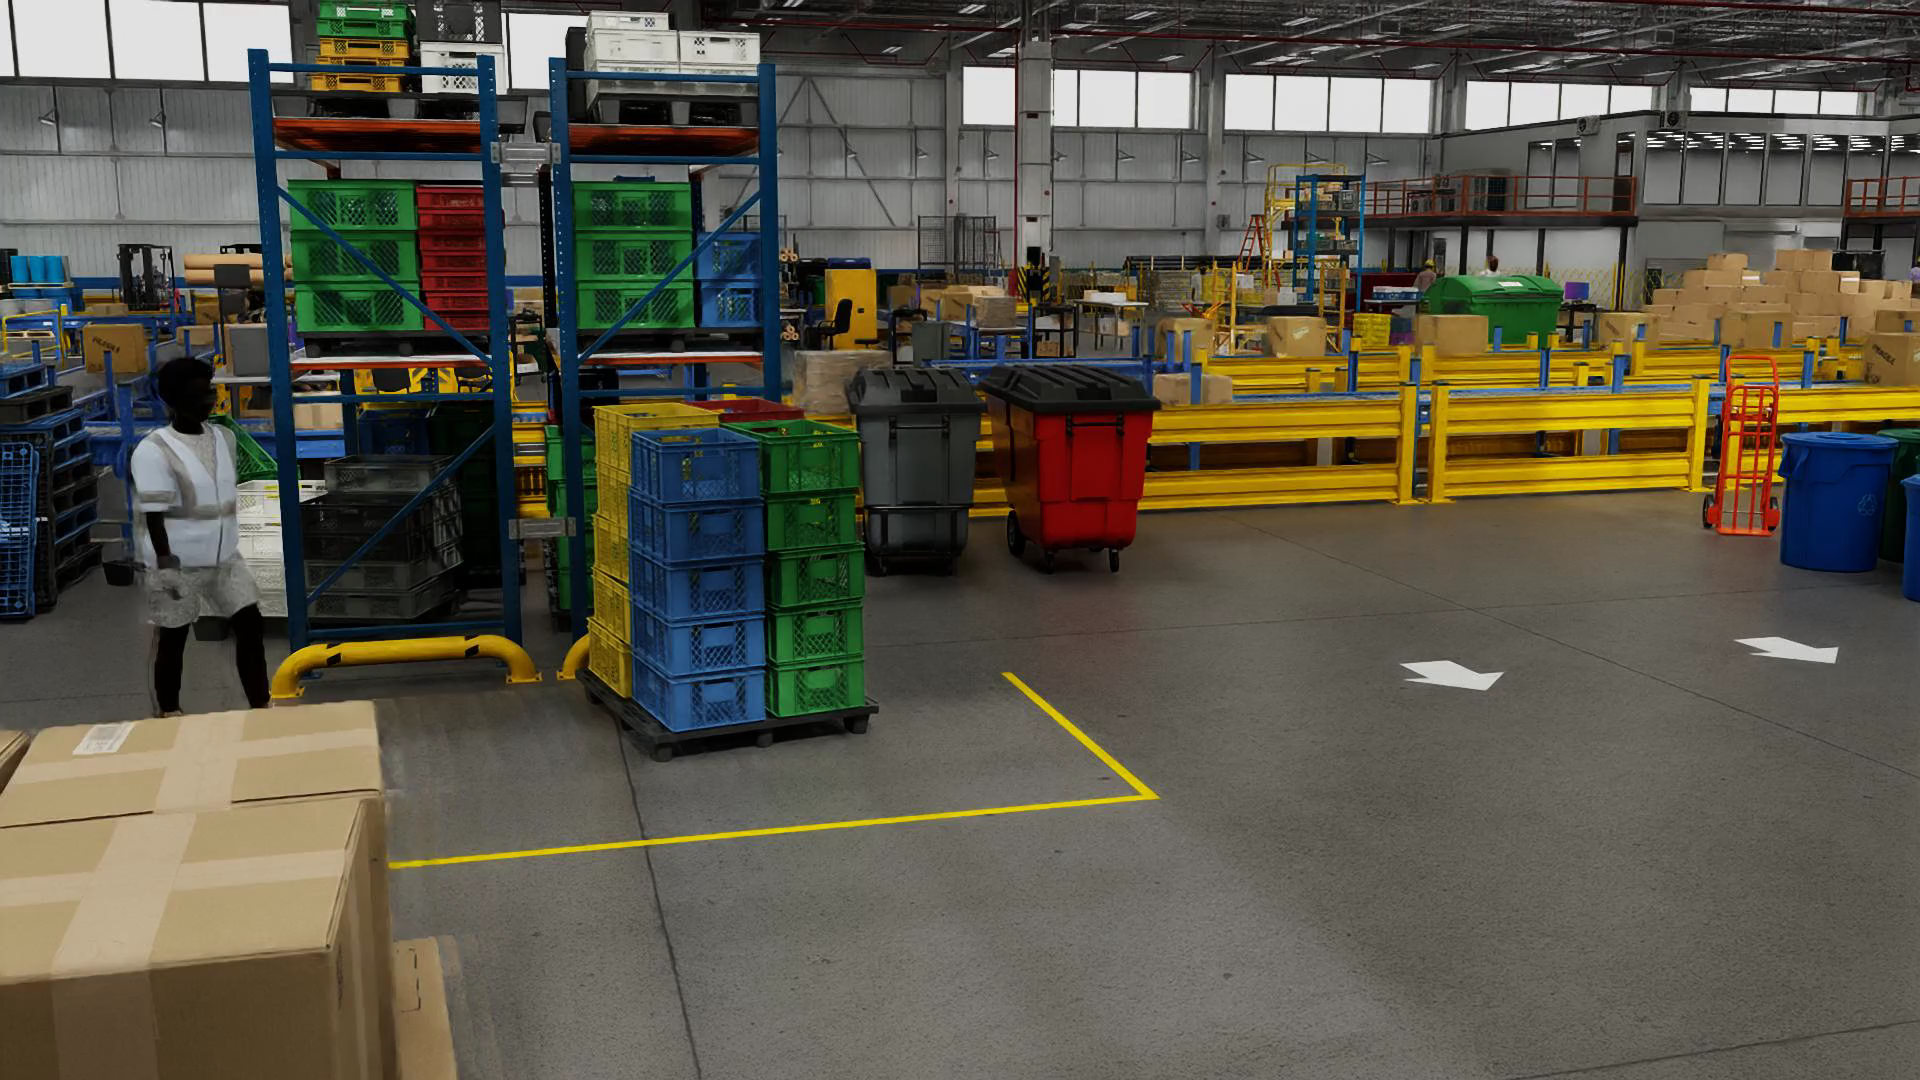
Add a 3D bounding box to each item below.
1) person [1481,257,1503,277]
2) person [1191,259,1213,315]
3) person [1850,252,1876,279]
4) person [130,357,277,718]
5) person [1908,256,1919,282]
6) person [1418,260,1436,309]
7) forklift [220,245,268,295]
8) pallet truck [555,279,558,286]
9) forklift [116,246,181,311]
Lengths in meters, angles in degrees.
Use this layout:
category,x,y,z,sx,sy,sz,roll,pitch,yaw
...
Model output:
category,x,y,z,sx,sy,sz,roll,pitch,yaw
person,12.872,-5.933,40.438,0.588,1.869,0.648,-2,10,-12
person,5.304,-5.190,36.244,0.553,1.856,0.514,1,10,4
person,22.958,-6.347,42.273,0.700,2.000,0.538,-1,10,-4
person,-3.086,0.085,6.898,0.742,1.667,0.547,4,11,22
person,24.430,-6.299,42.321,0.590,1.926,0.388,4,11,22
person,12.708,-6.732,45.228,0.533,1.767,0.327,9,13,40
forklift,-17.749,-6.334,41.440,1.157,1.987,2.680,-3,10,-17
pallet truck,-10.604,-6.375,44.520,0.653,1.274,1.630,-3,10,-15
forklift,-19.966,-6.232,40.894,1.157,1.987,2.680,-3,10,-15
